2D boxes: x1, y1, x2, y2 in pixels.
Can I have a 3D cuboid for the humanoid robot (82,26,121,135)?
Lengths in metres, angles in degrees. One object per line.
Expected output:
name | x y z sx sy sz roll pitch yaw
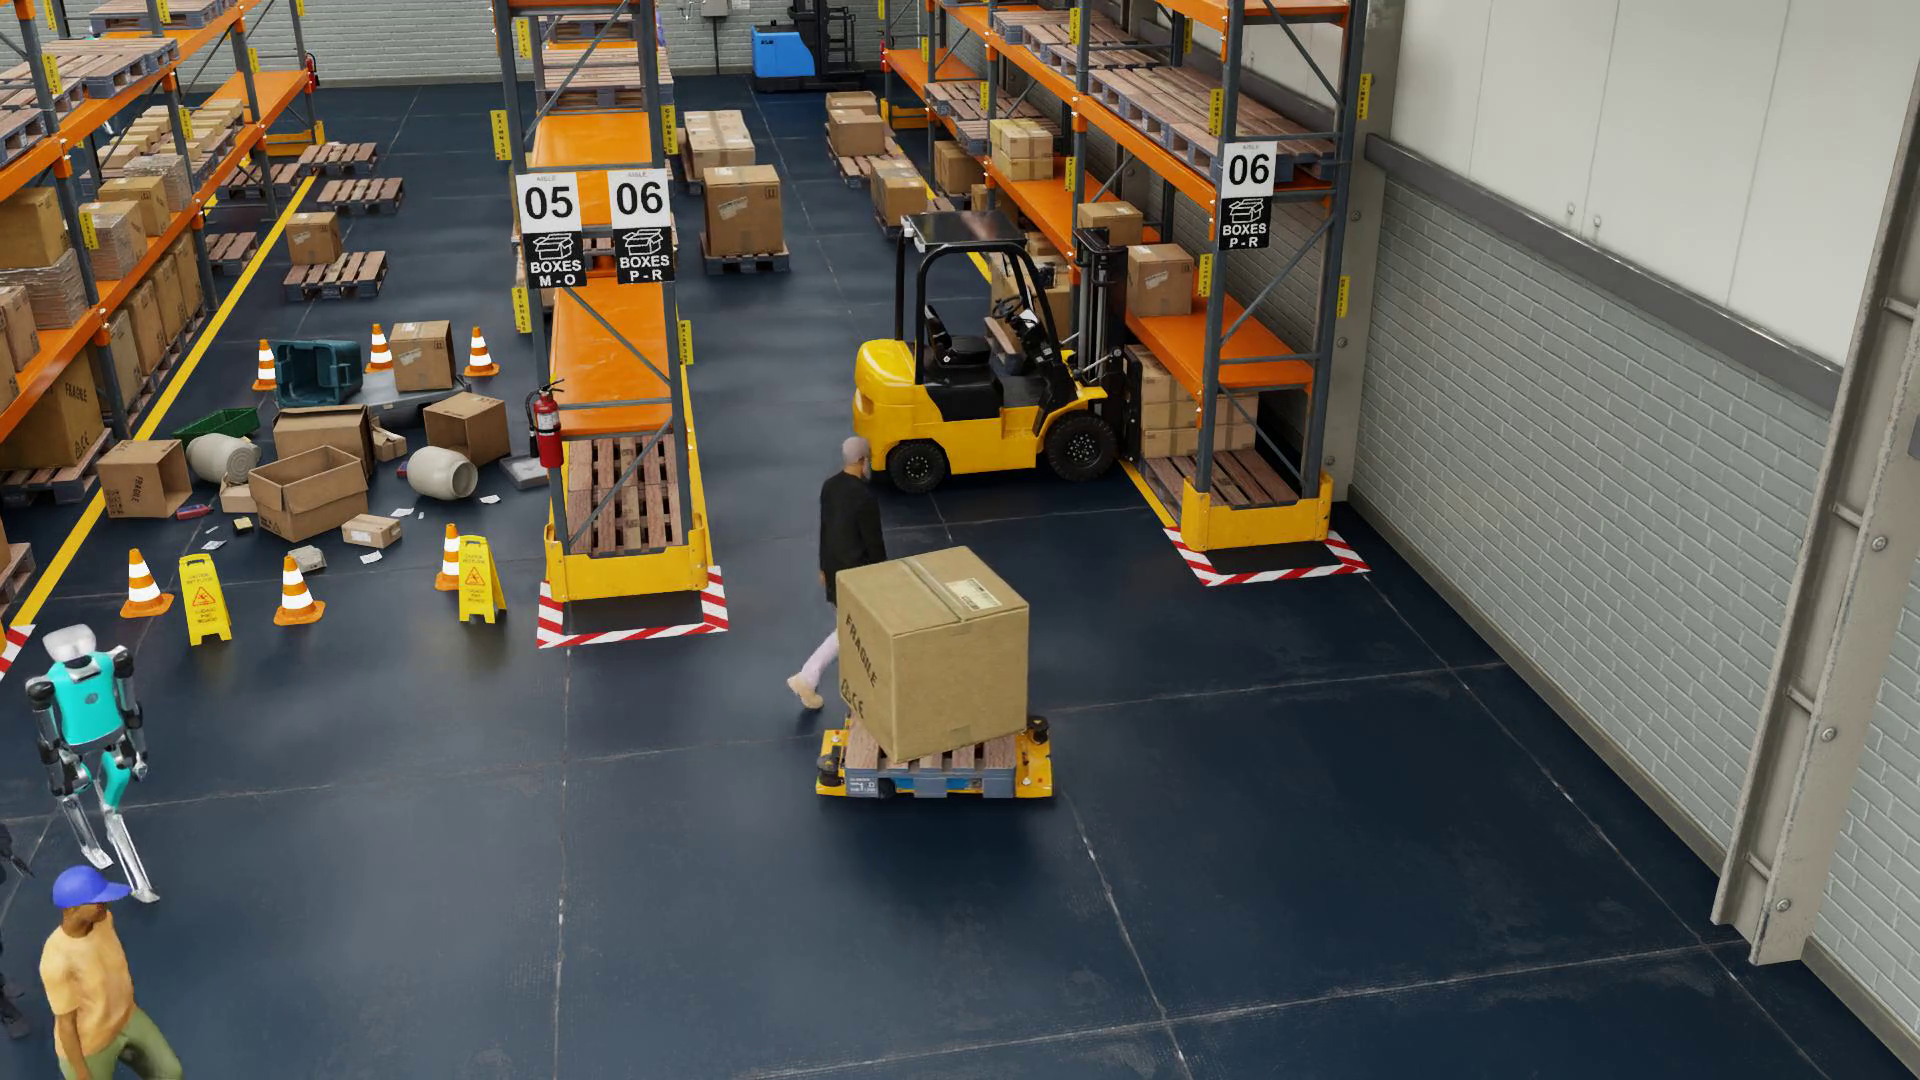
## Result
humanoid robot | -13.842 -7.338 26.842 0.542 1.901 0.728 -22 33 -38

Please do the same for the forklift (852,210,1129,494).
forklift | 0.216 -1.659 14.366 2.313 2.155 1.214 -5 26 -10

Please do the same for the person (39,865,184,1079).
person | -3.630 2.124 7.048 0.434 1.696 0.512 6 26 12

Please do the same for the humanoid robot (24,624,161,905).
humanoid robot | -4.766 1.167 9.038 0.993 1.735 0.530 21 33 36

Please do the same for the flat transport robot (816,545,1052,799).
flat transport robot | -0.154 1.341 10.336 1.431 0.231 0.659 0 26 1

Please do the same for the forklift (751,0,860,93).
forklift | -2.872 -9.679 30.288 1.873 2.768 1.129 -5 26 -10

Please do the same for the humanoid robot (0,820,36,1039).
humanoid robot | -4.809 1.658 8.072 0.653 1.631 0.606 11 28 22

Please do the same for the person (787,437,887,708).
person | -0.761 0.216 10.897 0.851 1.823 0.563 -14 29 -28

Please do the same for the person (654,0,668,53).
person | -5.520 -8.833 29.774 0.455 1.780 0.678 -20 32 -35
